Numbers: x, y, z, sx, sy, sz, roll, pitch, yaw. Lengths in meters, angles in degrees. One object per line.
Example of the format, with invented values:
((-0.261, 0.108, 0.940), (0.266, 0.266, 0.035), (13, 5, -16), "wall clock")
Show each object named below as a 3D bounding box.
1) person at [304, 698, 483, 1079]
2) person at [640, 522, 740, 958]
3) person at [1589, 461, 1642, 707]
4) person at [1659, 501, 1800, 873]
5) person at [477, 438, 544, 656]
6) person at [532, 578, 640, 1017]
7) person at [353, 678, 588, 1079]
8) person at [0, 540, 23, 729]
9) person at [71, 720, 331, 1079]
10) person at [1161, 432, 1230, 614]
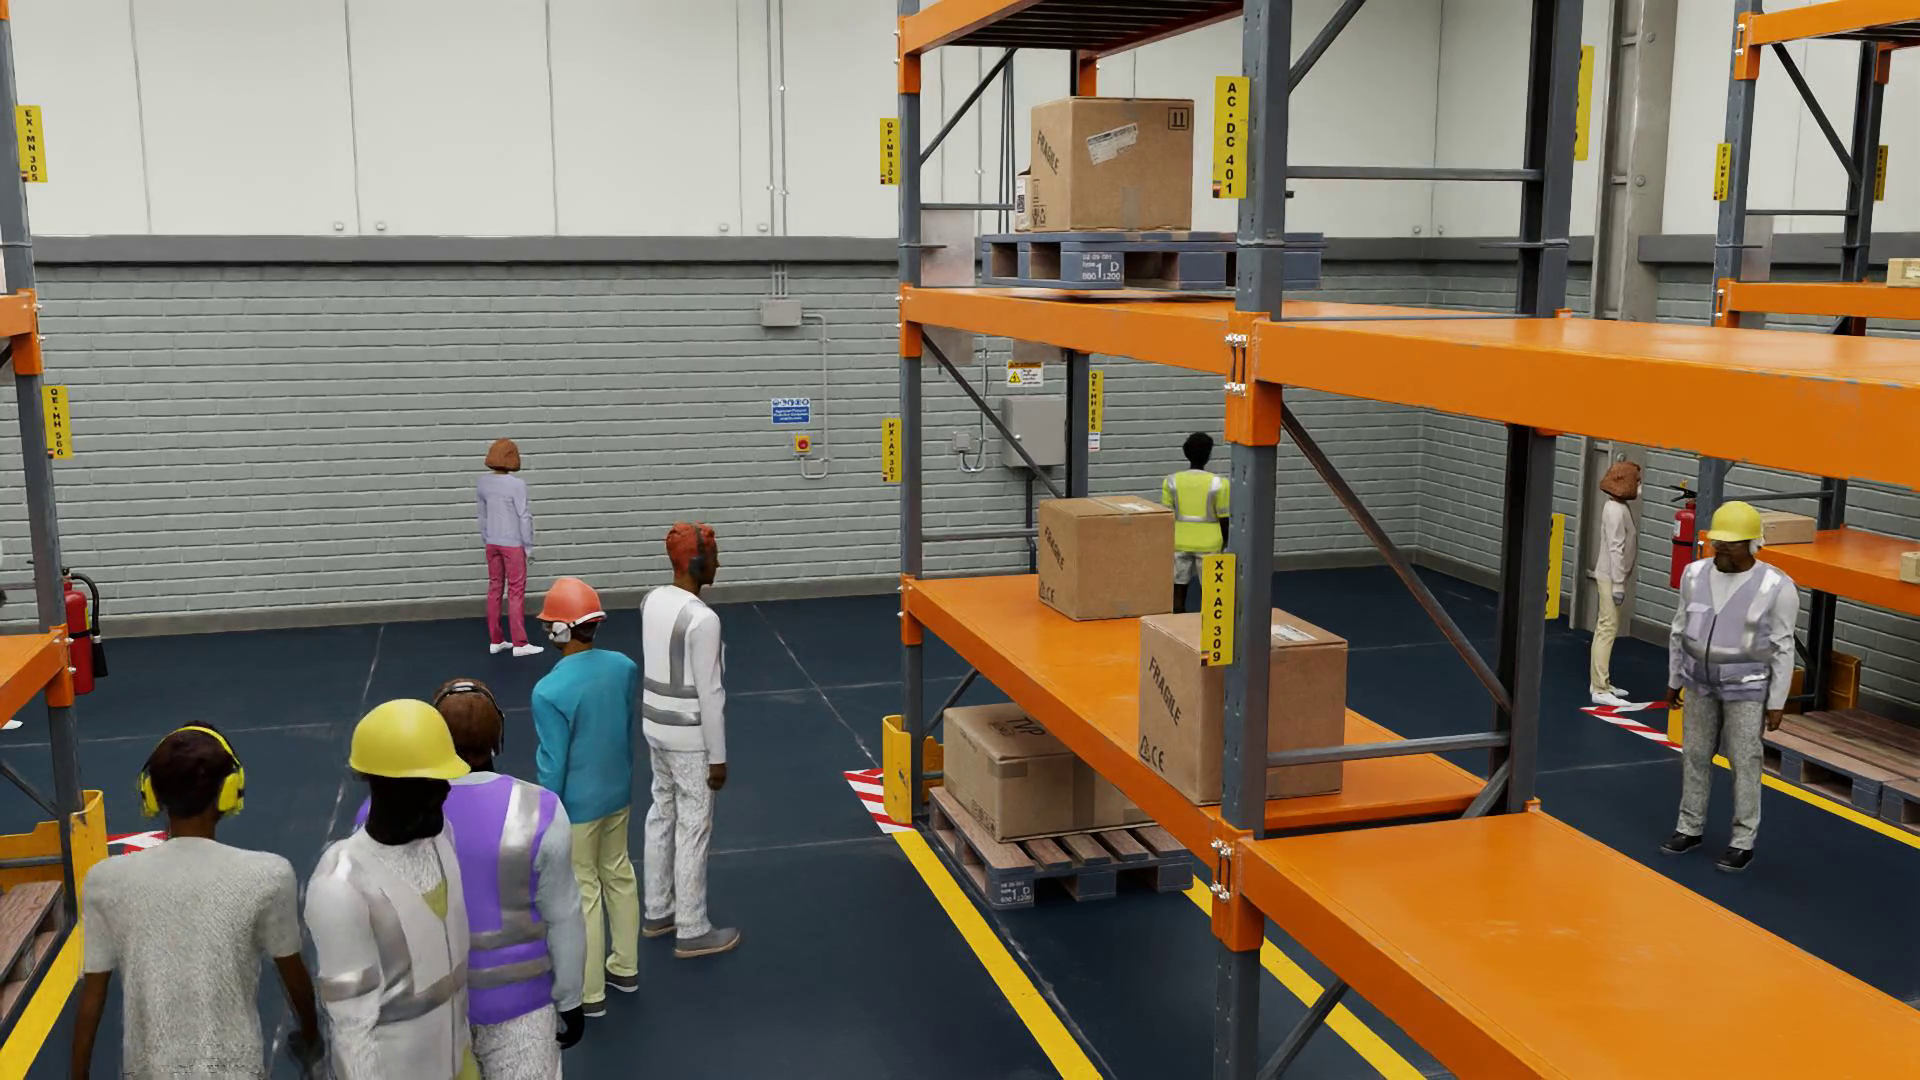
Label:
((-1.378, 1.342, 4.261), (0.441, 1.920, 0.608), (2, 10, 13), "person")
((-1.185, 0.854, 7.198), (0.352, 1.877, 0.568), (-8, 13, -38), "person")
((4.388, 0.284, 11.116), (0.280, 1.633, 0.500), (4, 11, 19), "person")
((3.756, 0.708, 8.156), (0.403, 1.827, 0.604), (-8, 13, -37), "person")
((-3.377, 0.054, 12.426), (0.500, 1.633, 0.280), (6, 11, 29), "person")
((-1.504, 1.014, 6.608), (0.336, 1.753, 0.564), (5, 11, 26), "person")
((-1.367, 1.294, 4.759), (0.630, 1.846, 0.429), (0, 10, 1), "person")
((-6.115, 0.297, 10.260), (0.406, 1.911, 0.636), (0, 10, 0), "person")
((-1.958, 1.378, 4.298), (0.595, 1.833, 0.742), (-2, 10, -12), "person")
((1.743, 0.051, 12.263), (0.540, 1.695, 0.317), (4, 11, 23), "person")
